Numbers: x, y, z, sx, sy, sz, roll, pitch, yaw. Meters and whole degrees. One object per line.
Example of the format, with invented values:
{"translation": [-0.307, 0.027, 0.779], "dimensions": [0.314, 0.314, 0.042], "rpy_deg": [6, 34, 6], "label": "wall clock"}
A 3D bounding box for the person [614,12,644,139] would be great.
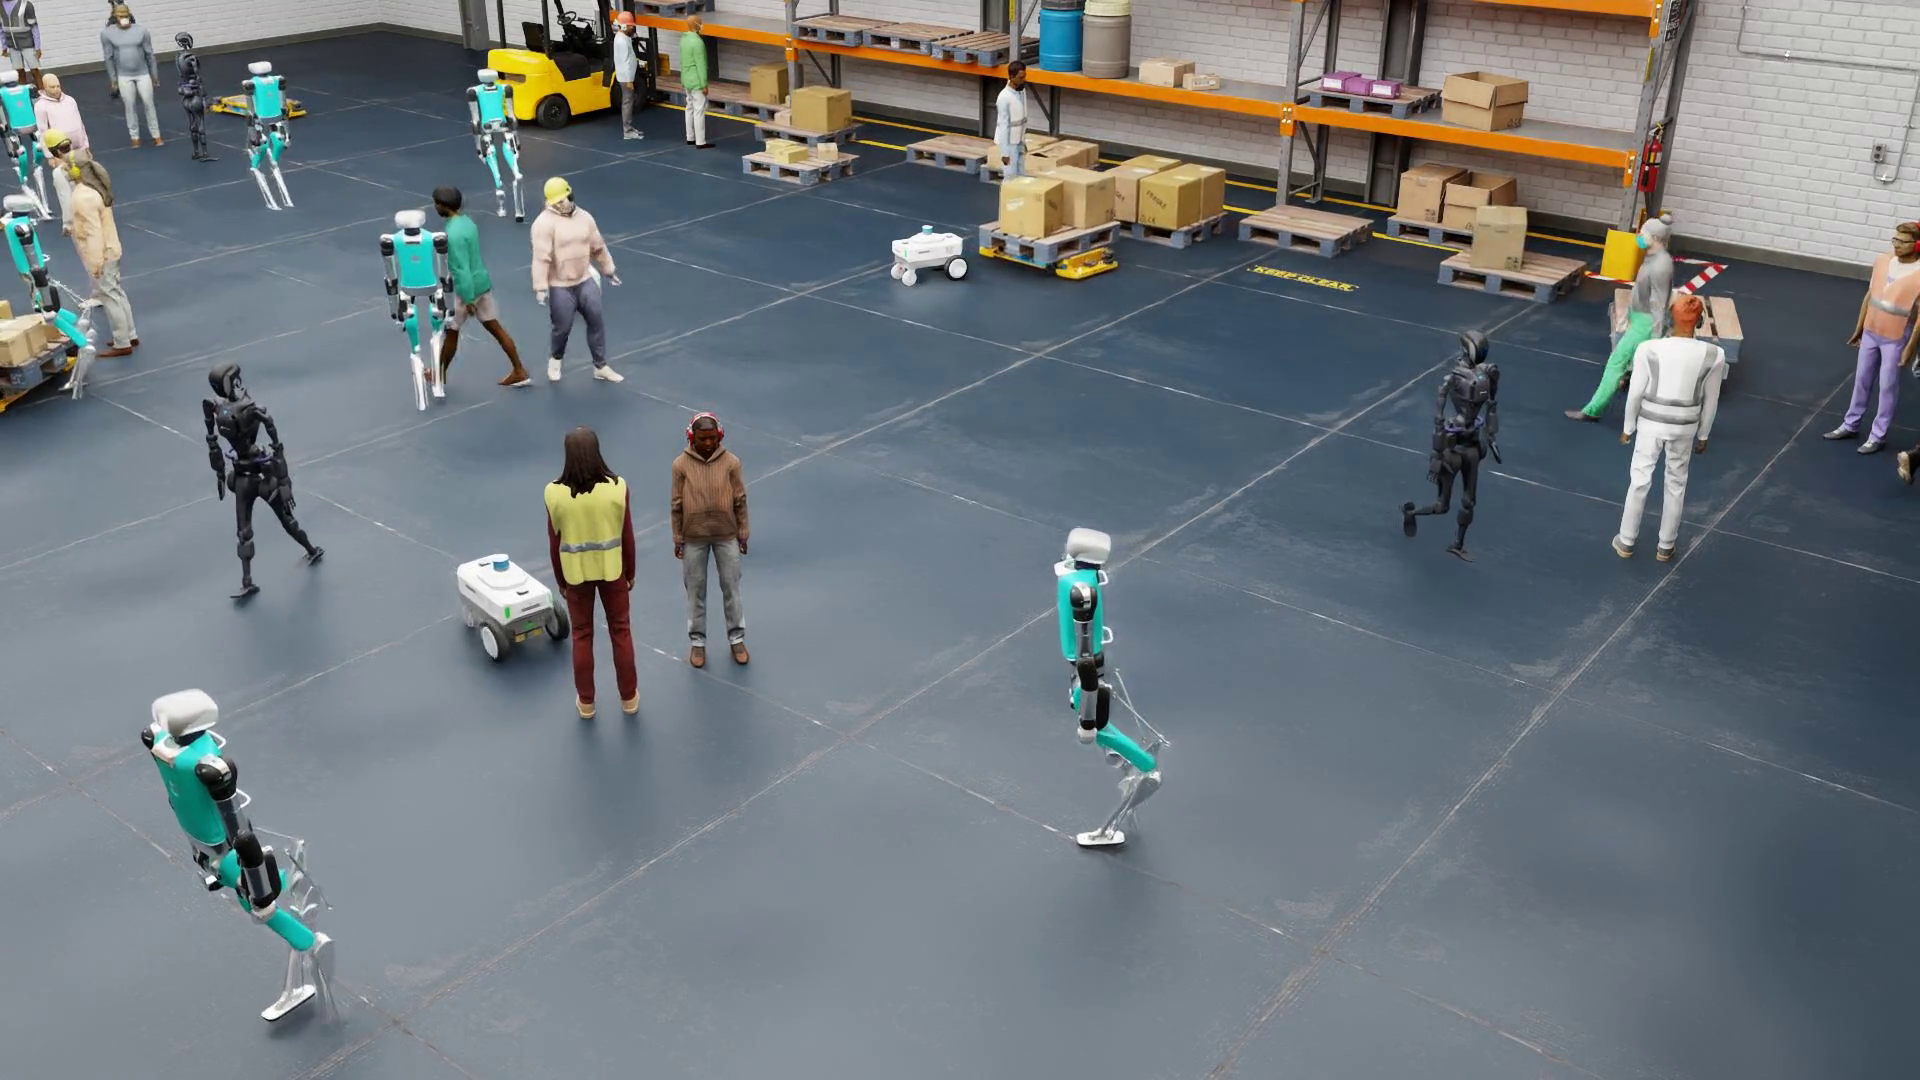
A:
{"translation": [-4.670, -6.542, 23.429], "dimensions": [0.351, 1.738, 0.572], "rpy_deg": [-6, 26, -12], "label": "person"}

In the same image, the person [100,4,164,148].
{"translation": [-11.360, -6.379, 22.878], "dimensions": [0.646, 1.929, 0.386], "rpy_deg": [-14, 29, -27], "label": "person"}

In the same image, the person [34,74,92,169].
{"translation": [-10.229, -4.436, 19.029], "dimensions": [0.409, 1.775, 0.537], "rpy_deg": [16, 30, 29], "label": "person"}

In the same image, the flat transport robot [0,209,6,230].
{"translation": [-11.733, -3.587, 18.999], "dimensions": [1.431, 0.231, 0.659], "rpy_deg": [-3, 26, -6], "label": "flat transport robot"}

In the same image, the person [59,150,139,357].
{"translation": [-7.809, -2.605, 15.125], "dimensions": [0.416, 1.872, 0.575], "rpy_deg": [-9, 27, -17], "label": "person"}

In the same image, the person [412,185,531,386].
{"translation": [-4.269, -2.170, 14.312], "dimensions": [1.047, 1.782, 0.502], "rpy_deg": [3, 26, 7], "label": "person"}

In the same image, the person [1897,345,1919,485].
{"translation": [7.432, -1.336, 12.429], "dimensions": [0.791, 1.937, 0.612], "rpy_deg": [-13, 29, -25], "label": "person"}

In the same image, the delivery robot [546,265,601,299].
{"translation": [-3.846, -2.597, 16.634], "dimensions": [0.499, 0.606, 0.805], "rpy_deg": [-12, 28, -24], "label": "delivery robot"}

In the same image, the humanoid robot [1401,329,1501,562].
{"translation": [3.391, -0.679, 11.374], "dimensions": [0.602, 1.643, 0.539], "rpy_deg": [-14, 29, -27], "label": "humanoid robot"}

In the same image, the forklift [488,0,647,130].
{"translation": [-5.874, -7.334, 24.552], "dimensions": [1.214, 2.155, 2.313], "rpy_deg": [19, 32, 34], "label": "forklift"}

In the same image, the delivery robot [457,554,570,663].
{"translation": [-2.840, 0.394, 10.447], "dimensions": [0.499, 0.613, 0.807], "rpy_deg": [-21, 33, -36], "label": "delivery robot"}

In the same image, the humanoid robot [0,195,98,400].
{"translation": [-7.642, -2.084, 14.189], "dimensions": [0.667, 1.789, 0.542], "rpy_deg": [-20, 32, -35], "label": "humanoid robot"}

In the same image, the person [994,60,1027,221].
{"translation": [0.595, -4.528, 19.068], "dimensions": [0.404, 1.908, 0.606], "rpy_deg": [10, 28, 20], "label": "person"}

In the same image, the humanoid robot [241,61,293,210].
{"translation": [-8.319, -4.811, 19.869], "dimensions": [0.669, 1.808, 0.534], "rpy_deg": [19, 32, 34], "label": "humanoid robot"}

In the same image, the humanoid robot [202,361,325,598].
{"translation": [-4.631, -0.445, 10.945], "dimensions": [0.589, 1.616, 0.802], "rpy_deg": [6, 26, 13], "label": "humanoid robot"}

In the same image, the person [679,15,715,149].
{"translation": [-3.634, -6.293, 22.871], "dimensions": [0.385, 1.776, 0.546], "rpy_deg": [-16, 30, -30], "label": "person"}

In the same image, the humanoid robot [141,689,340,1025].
{"translation": [-2.938, 1.400, 7.118], "dimensions": [0.541, 1.899, 0.725], "rpy_deg": [18, 31, 33], "label": "humanoid robot"}

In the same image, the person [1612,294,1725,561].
{"translation": [4.785, -0.752, 11.271], "dimensions": [0.572, 1.886, 0.357], "rpy_deg": [7, 27, 15], "label": "person"}

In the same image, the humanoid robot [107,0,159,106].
{"translation": [-12.797, -7.495, 25.503], "dimensions": [0.679, 1.636, 0.594], "rpy_deg": [9, 27, 18], "label": "humanoid robot"}

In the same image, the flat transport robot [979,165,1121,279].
{"translation": [0.957, -3.103, 17.996], "dimensions": [1.431, 0.231, 0.659], "rpy_deg": [23, 34, 39], "label": "flat transport robot"}

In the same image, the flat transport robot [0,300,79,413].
{"translation": [-8.358, -1.401, 14.473], "dimensions": [0.659, 0.231, 1.431], "rpy_deg": [2, 26, 4], "label": "flat transport robot"}

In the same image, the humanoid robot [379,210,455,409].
{"translation": [-4.487, -1.945, 13.944], "dimensions": [0.542, 1.794, 0.809], "rpy_deg": [-6, 26, -13], "label": "humanoid robot"}

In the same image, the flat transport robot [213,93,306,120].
{"translation": [-10.589, -6.540, 25.115], "dimensions": [1.431, 0.231, 0.659], "rpy_deg": [18, 31, 33], "label": "flat transport robot"}

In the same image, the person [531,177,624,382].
{"translation": [-3.356, -2.245, 14.416], "dimensions": [0.558, 1.833, 0.865], "rpy_deg": [22, 33, 38], "label": "person"}

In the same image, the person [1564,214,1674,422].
{"translation": [5.593, -1.771, 13.495], "dimensions": [0.981, 1.794, 0.482], "rpy_deg": [11, 28, 22], "label": "person"}

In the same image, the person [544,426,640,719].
{"translation": [-2.066, 0.206, 9.427], "dimensions": [0.472, 1.764, 0.364], "rpy_deg": [-5, 26, -11], "label": "person"}

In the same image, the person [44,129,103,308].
{"translation": [-8.722, -3.179, 16.440], "dimensions": [0.325, 1.761, 0.522], "rpy_deg": [1, 26, 2], "label": "person"}

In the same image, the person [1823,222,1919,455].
{"translation": [7.282, -1.590, 13.053], "dimensions": [0.390, 1.842, 0.564], "rpy_deg": [-10, 27, -19], "label": "person"}

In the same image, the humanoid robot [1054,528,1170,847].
{"translation": [0.791, 0.832, 8.296], "dimensions": [0.704, 1.918, 0.550], "rpy_deg": [-1, 26, -2], "label": "humanoid robot"}

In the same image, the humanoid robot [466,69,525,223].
{"translation": [-5.292, -4.490, 19.235], "dimensions": [0.534, 1.774, 1.015], "rpy_deg": [-12, 28, -23], "label": "humanoid robot"}

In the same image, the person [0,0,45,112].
{"translation": [-14.041, -7.396, 24.850], "dimensions": [0.604, 2.046, 0.373], "rpy_deg": [1, 26, 2], "label": "person"}

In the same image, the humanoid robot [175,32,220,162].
{"translation": [-10.228, -5.919, 22.193], "dimensions": [0.315, 1.657, 0.599], "rpy_deg": [-23, 34, -39], "label": "humanoid robot"}

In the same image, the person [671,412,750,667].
{"translation": [-1.496, -0.013, 10.013], "dimensions": [0.462, 1.648, 0.327], "rpy_deg": [-4, 26, -9], "label": "person"}

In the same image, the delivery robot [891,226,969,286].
{"translation": [-0.323, -2.989, 17.449], "dimensions": [0.813, 0.609, 0.499], "rpy_deg": [-13, 29, -25], "label": "delivery robot"}

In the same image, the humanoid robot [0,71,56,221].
{"translation": [-10.969, -4.607, 19.447], "dimensions": [0.892, 1.775, 0.578], "rpy_deg": [23, 34, 38], "label": "humanoid robot"}
